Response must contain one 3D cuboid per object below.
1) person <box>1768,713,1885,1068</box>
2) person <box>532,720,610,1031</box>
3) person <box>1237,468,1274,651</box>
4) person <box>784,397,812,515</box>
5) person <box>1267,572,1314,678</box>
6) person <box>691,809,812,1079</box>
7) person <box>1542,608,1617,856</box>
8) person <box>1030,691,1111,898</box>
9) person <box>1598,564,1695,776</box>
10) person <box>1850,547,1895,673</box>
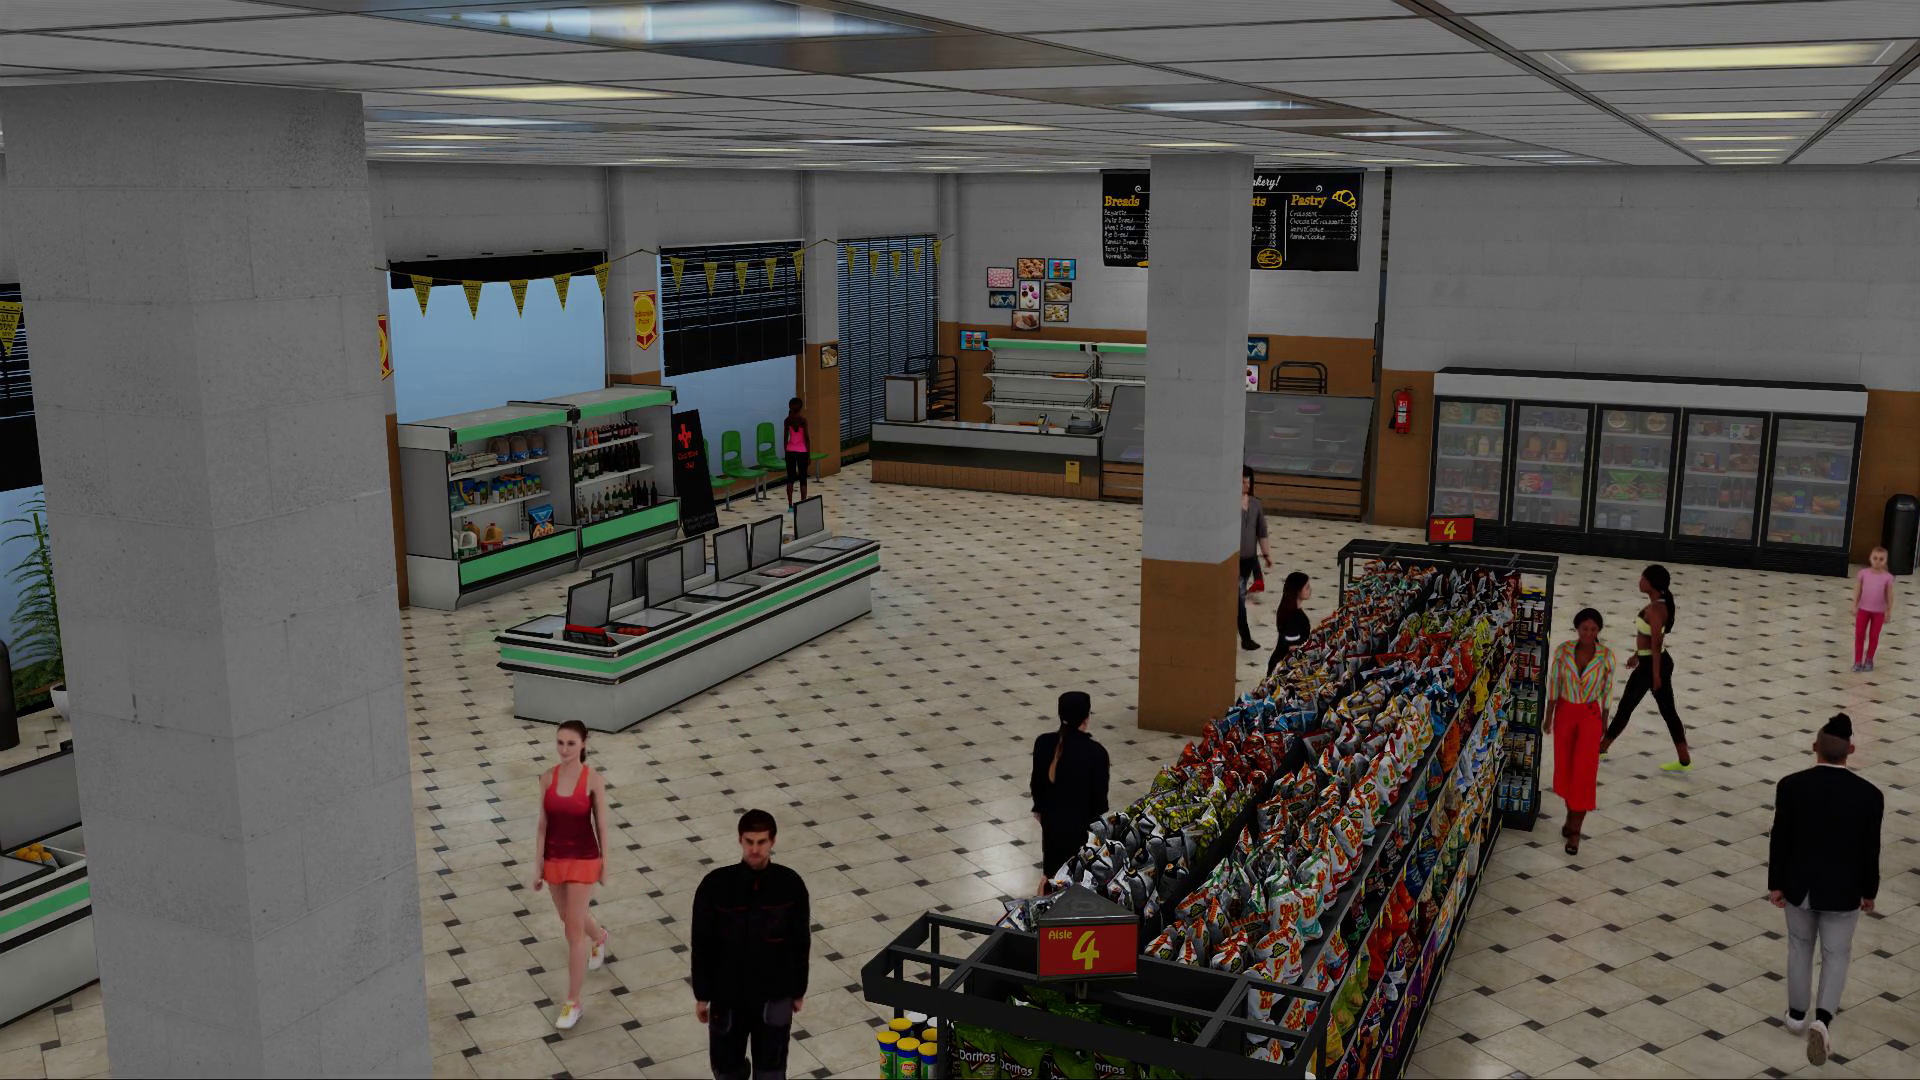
[{"bbox_3d":[4.700,1.898,9.048,0.772,1.929,1.113,7,14,28],"label":"person"},{"bbox_3d":[-2.232,1.870,9.693,0.710,1.719,1.175,3,12,14],"label":"person"},{"bbox_3d":[2.873,0.177,17.384,1.248,1.862,1.247,-5,13,-23],"label":"person"},{"bbox_3d":[-2.410,-1.250,24.500,0.569,1.722,0.555,4,13,20],"label":"person"},{"bbox_3d":[2.622,1.073,13.779,0.877,1.595,1.090,2,12,8],"label":"person"},{"bbox_3d":[-1.018,2.160,8.071,1.045,1.820,1.179,-2,12,-8],"label":"person"},{"bbox_3d":[4.492,1.343,12.078,0.624,1.767,0.899,7,14,30],"label":"person"},{"bbox_3d":[0.633,1.782,10.288,0.714,1.645,1.018,6,13,26],"label":"person"},{"bbox_3d":[5.706,1.086,13.457,0.776,1.702,1.121,8,15,35],"label":"person"},{"bbox_3d":[9.042,0.678,16.484,0.570,1.253,0.776,8,14,33],"label":"person"}]
